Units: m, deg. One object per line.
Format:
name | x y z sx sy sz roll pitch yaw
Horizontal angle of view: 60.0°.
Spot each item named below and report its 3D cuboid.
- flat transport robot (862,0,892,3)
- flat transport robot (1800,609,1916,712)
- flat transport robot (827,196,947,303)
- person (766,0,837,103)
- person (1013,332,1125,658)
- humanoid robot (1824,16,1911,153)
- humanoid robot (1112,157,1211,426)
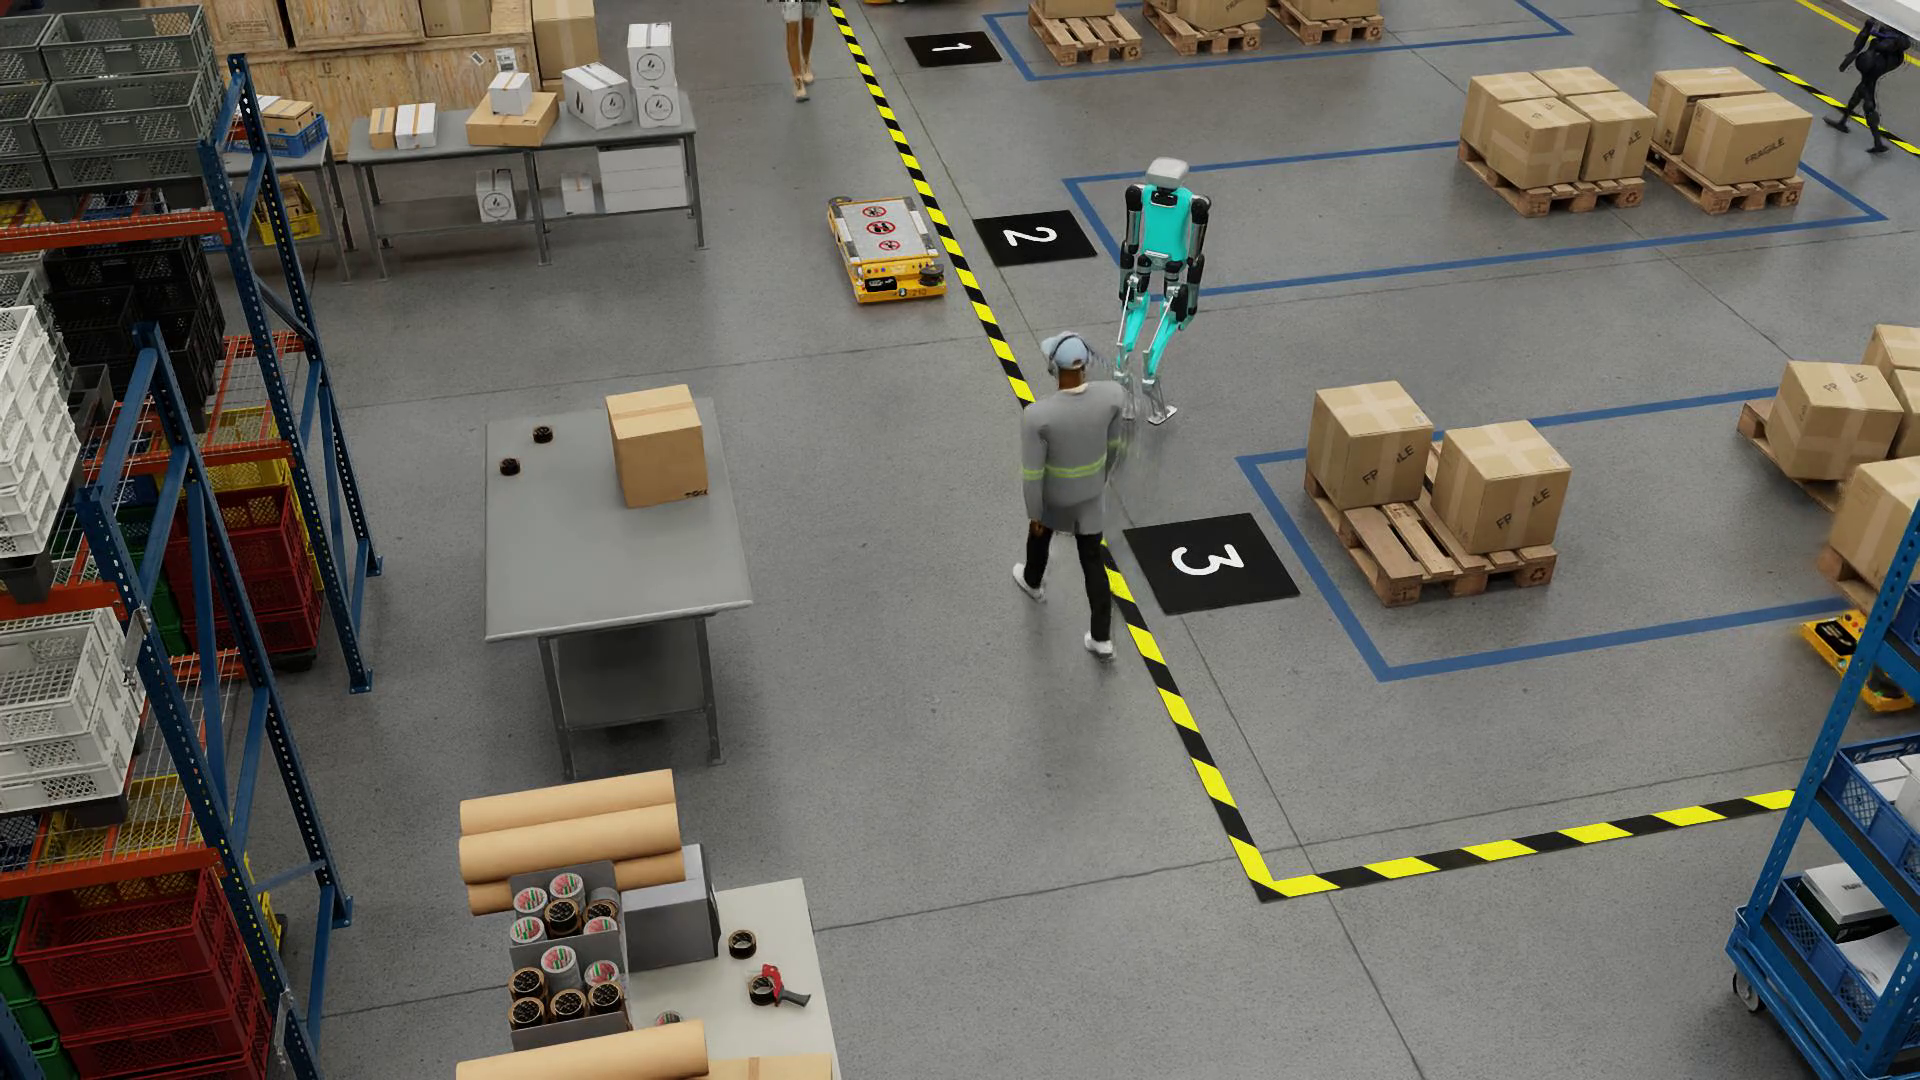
flat transport robot | -0.368 -5.866 17.415 1.431 0.197 0.652 -8 37 -10
flat transport robot | 5.312 0.527 8.823 1.431 0.197 0.652 -8 37 -10
flat transport robot | -0.570 -2.220 12.538 0.659 0.231 1.431 -8 37 -10
person | -1.398 -4.913 14.706 0.626 2.001 1.018 -8 37 -11
person | 0.578 -0.267 8.626 0.590 1.806 0.960 -11 38 -14
humanoid robot | 7.740 -4.098 13.937 0.587 1.646 0.788 -14 39 -19
humanoid robot | 1.140 -1.432 10.133 0.533 1.681 0.735 17 40 21
